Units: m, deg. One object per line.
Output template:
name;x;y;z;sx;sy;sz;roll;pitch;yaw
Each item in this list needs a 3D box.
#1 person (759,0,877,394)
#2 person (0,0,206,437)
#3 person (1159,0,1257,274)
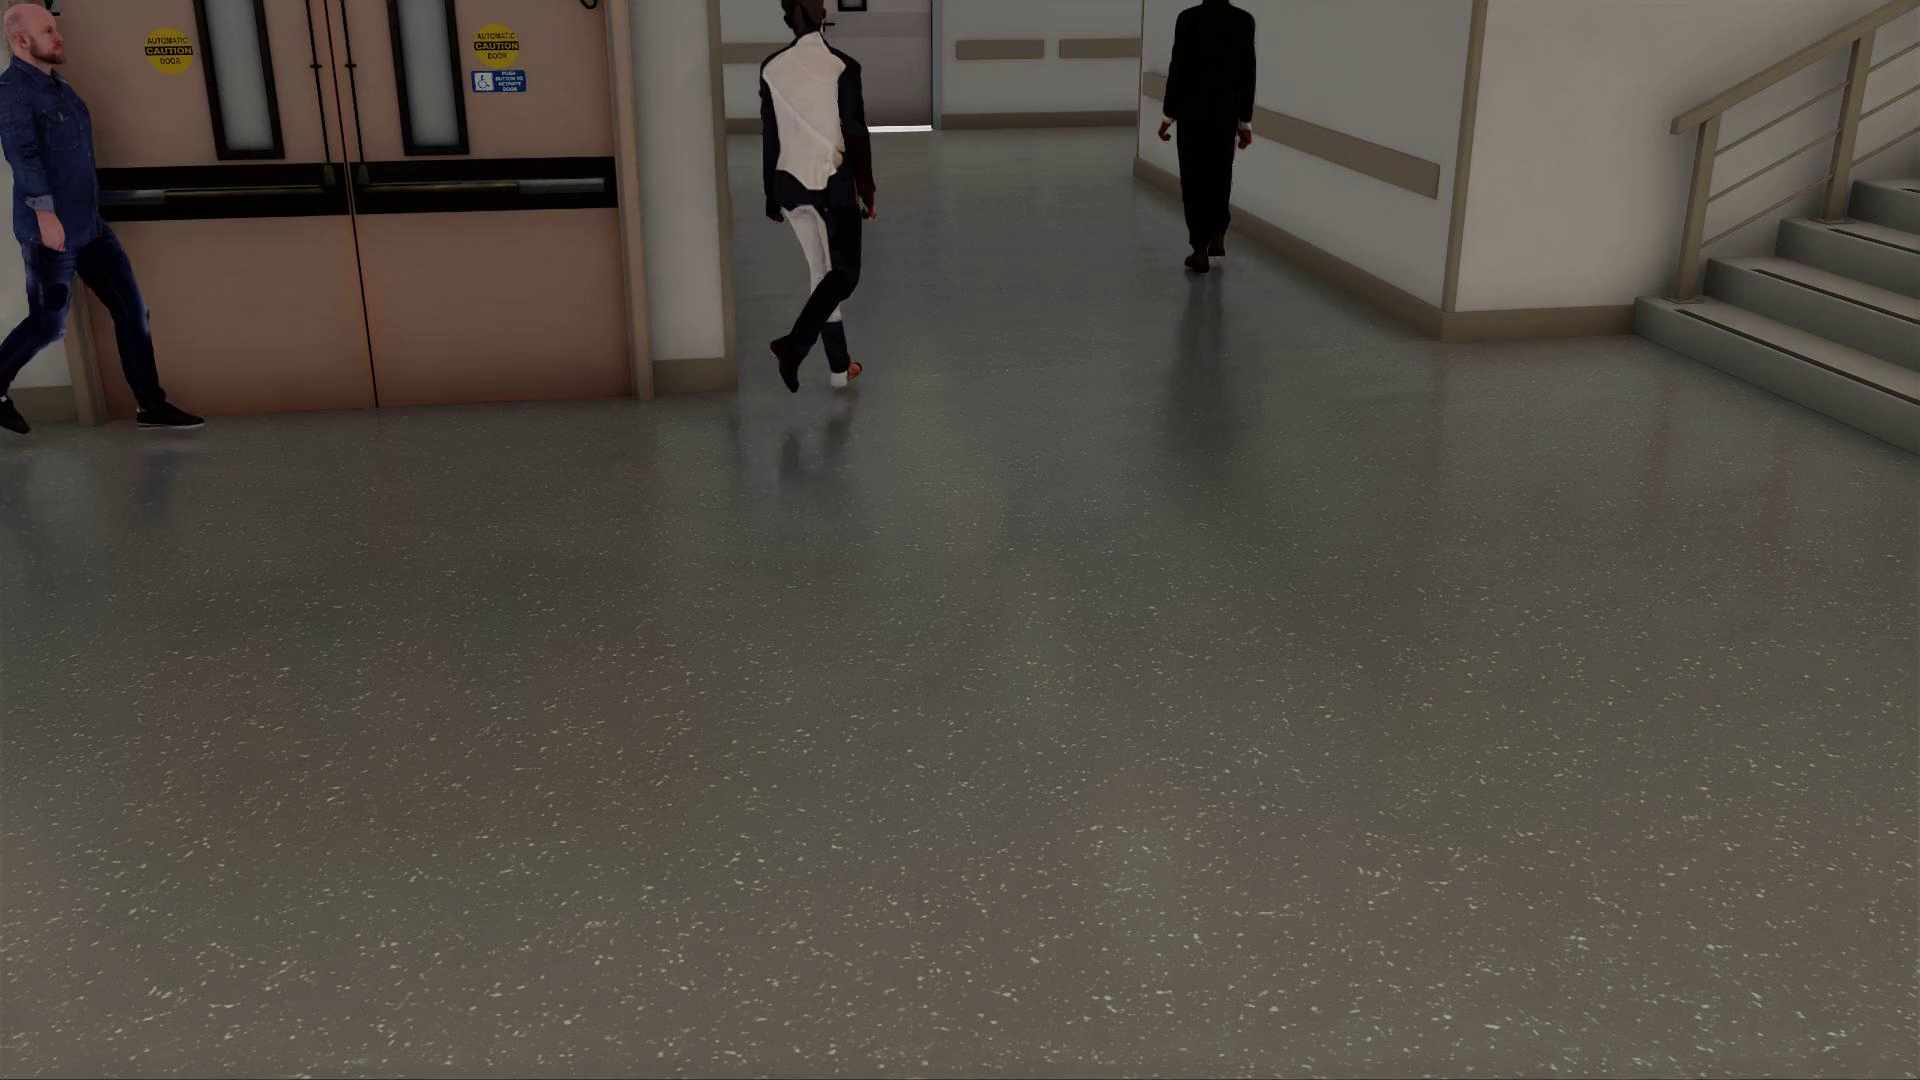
person;-0.686;-1.551;7.603;1.100;1.857;1.100;10;23;25
person;-3.828;-1.270;6.954;1.198;1.790;0.818;-1;21;-2
person;1.567;-2.619;10.373;0.681;1.891;0.768;-3;21;-8
